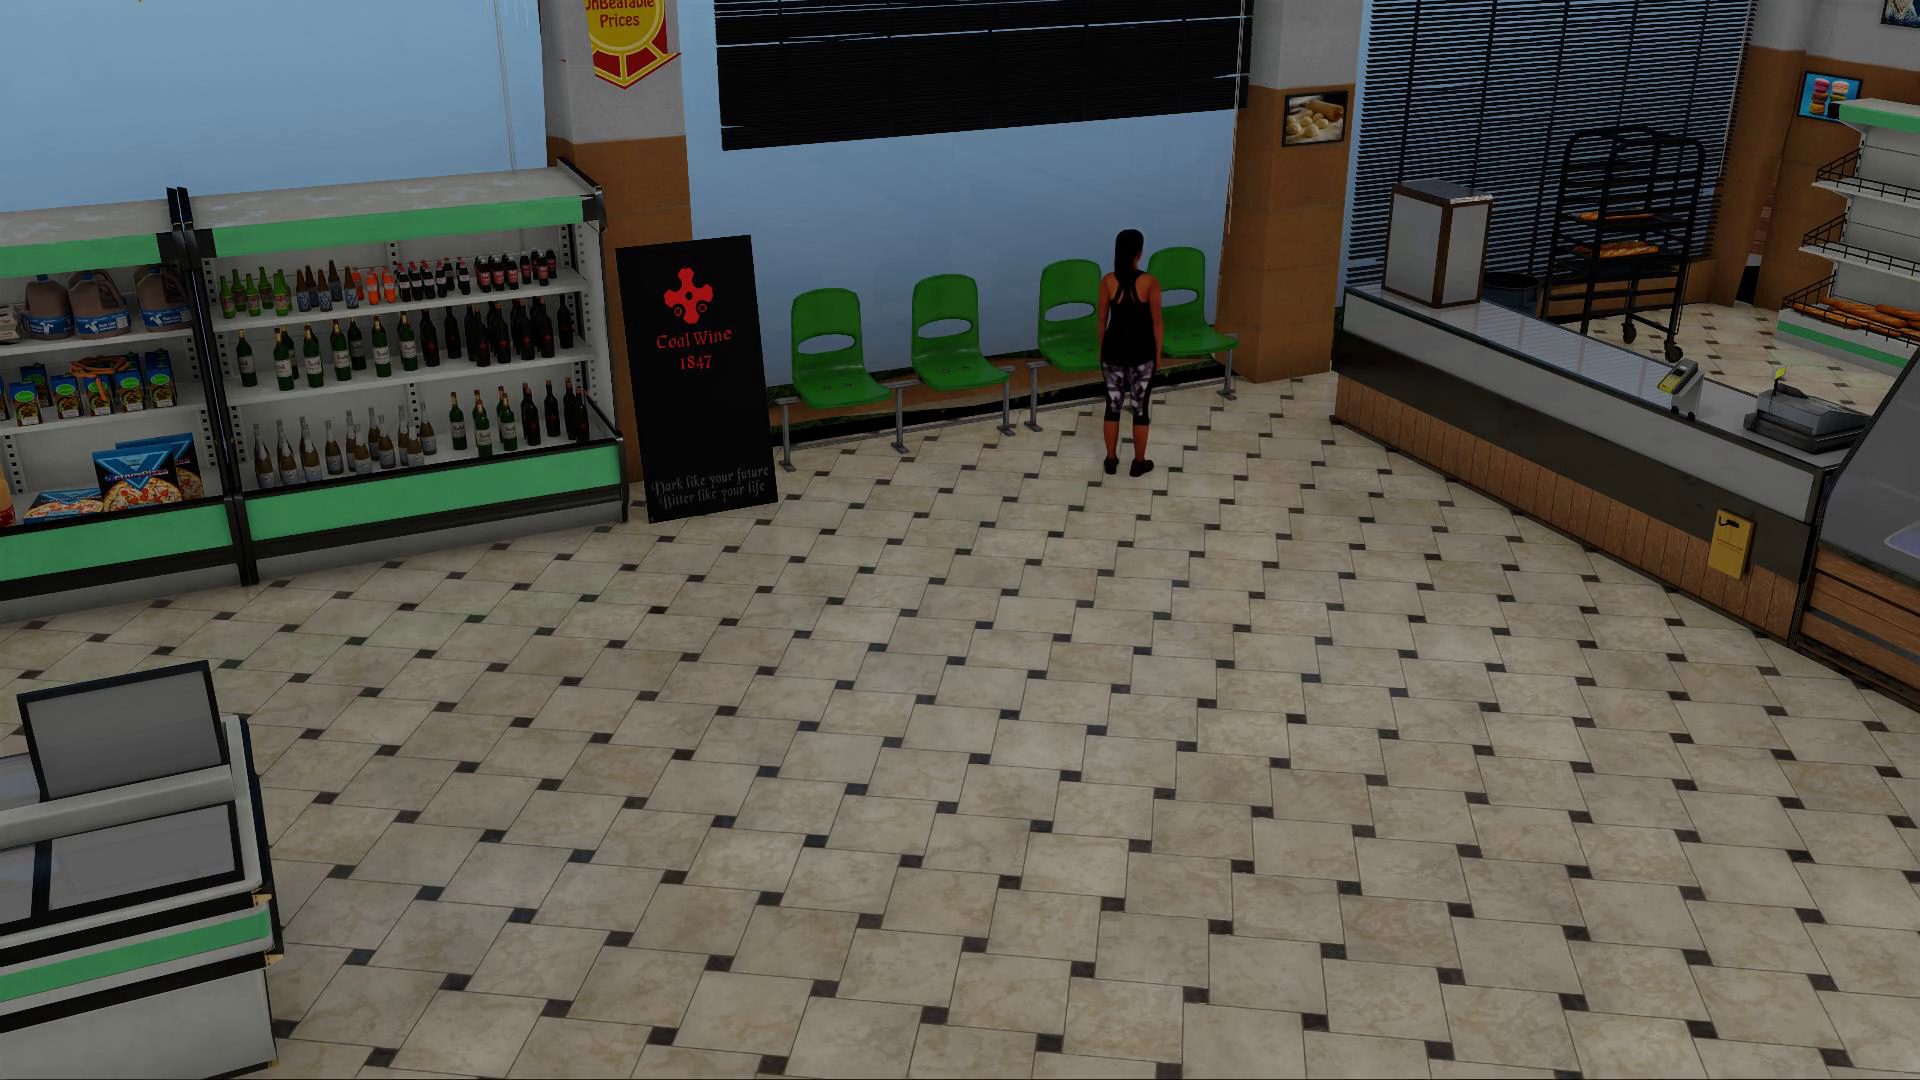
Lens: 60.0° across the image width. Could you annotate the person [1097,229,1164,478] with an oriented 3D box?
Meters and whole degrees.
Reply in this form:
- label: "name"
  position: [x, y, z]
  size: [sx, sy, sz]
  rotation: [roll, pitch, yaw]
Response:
- label: "person"
  position: [1.100, -1.227, 10.861]
  size: [0.647, 1.658, 0.710]
  rotation: [8, 25, 18]
